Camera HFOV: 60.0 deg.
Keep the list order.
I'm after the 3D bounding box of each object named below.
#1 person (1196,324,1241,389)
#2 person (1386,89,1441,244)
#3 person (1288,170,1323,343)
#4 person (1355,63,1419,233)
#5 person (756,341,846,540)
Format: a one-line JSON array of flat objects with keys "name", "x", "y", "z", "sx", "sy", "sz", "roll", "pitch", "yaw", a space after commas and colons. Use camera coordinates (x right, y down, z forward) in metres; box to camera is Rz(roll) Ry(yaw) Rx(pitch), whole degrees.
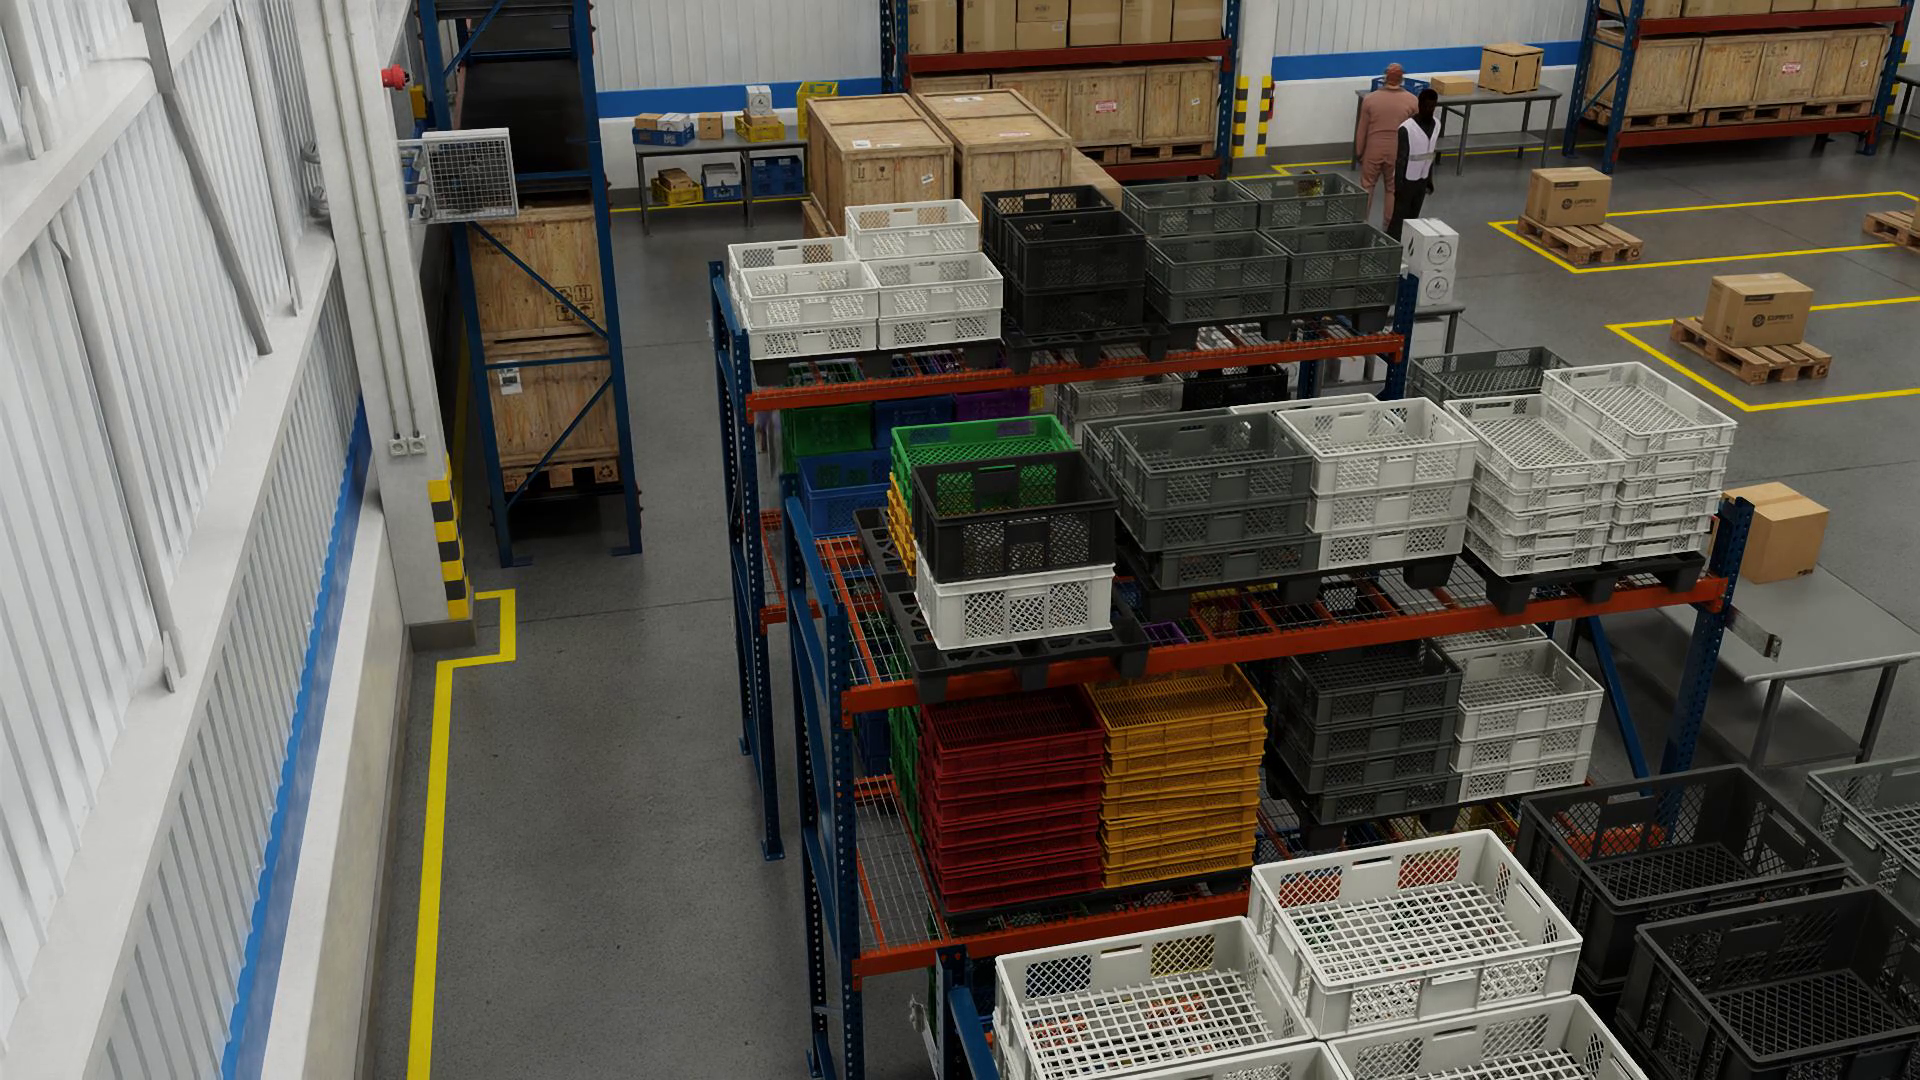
[{"name": "person", "x": 1.995, "y": -1.355, "z": 12.886, "sx": 0.359, "sy": 1.878, "sz": 0.579, "roll": 0, "pitch": 28, "yaw": 0}, {"name": "person", "x": 4.741, "y": -3.767, "z": 17.412, "sx": 0.590, "sy": 1.917, "sz": 0.396, "roll": -20, "pitch": 34, "yaw": -33}, {"name": "person", "x": 3.070, "y": -2.386, "z": 14.847, "sx": 0.310, "sy": 1.864, "sz": 0.533, "roll": -17, "pitch": 32, "yaw": -28}, {"name": "person", "x": 4.726, "y": -4.336, "z": 18.516, "sx": 0.654, "sy": 1.900, "sz": 0.397, "roll": 4, "pitch": 28, "yaw": 7}, {"name": "person", "x": -1.104, "y": -0.839, "z": 11.906, "sx": 0.704, "sy": 1.875, "sz": 0.721, "roll": 5, "pitch": 28, "yaw": 10}]
